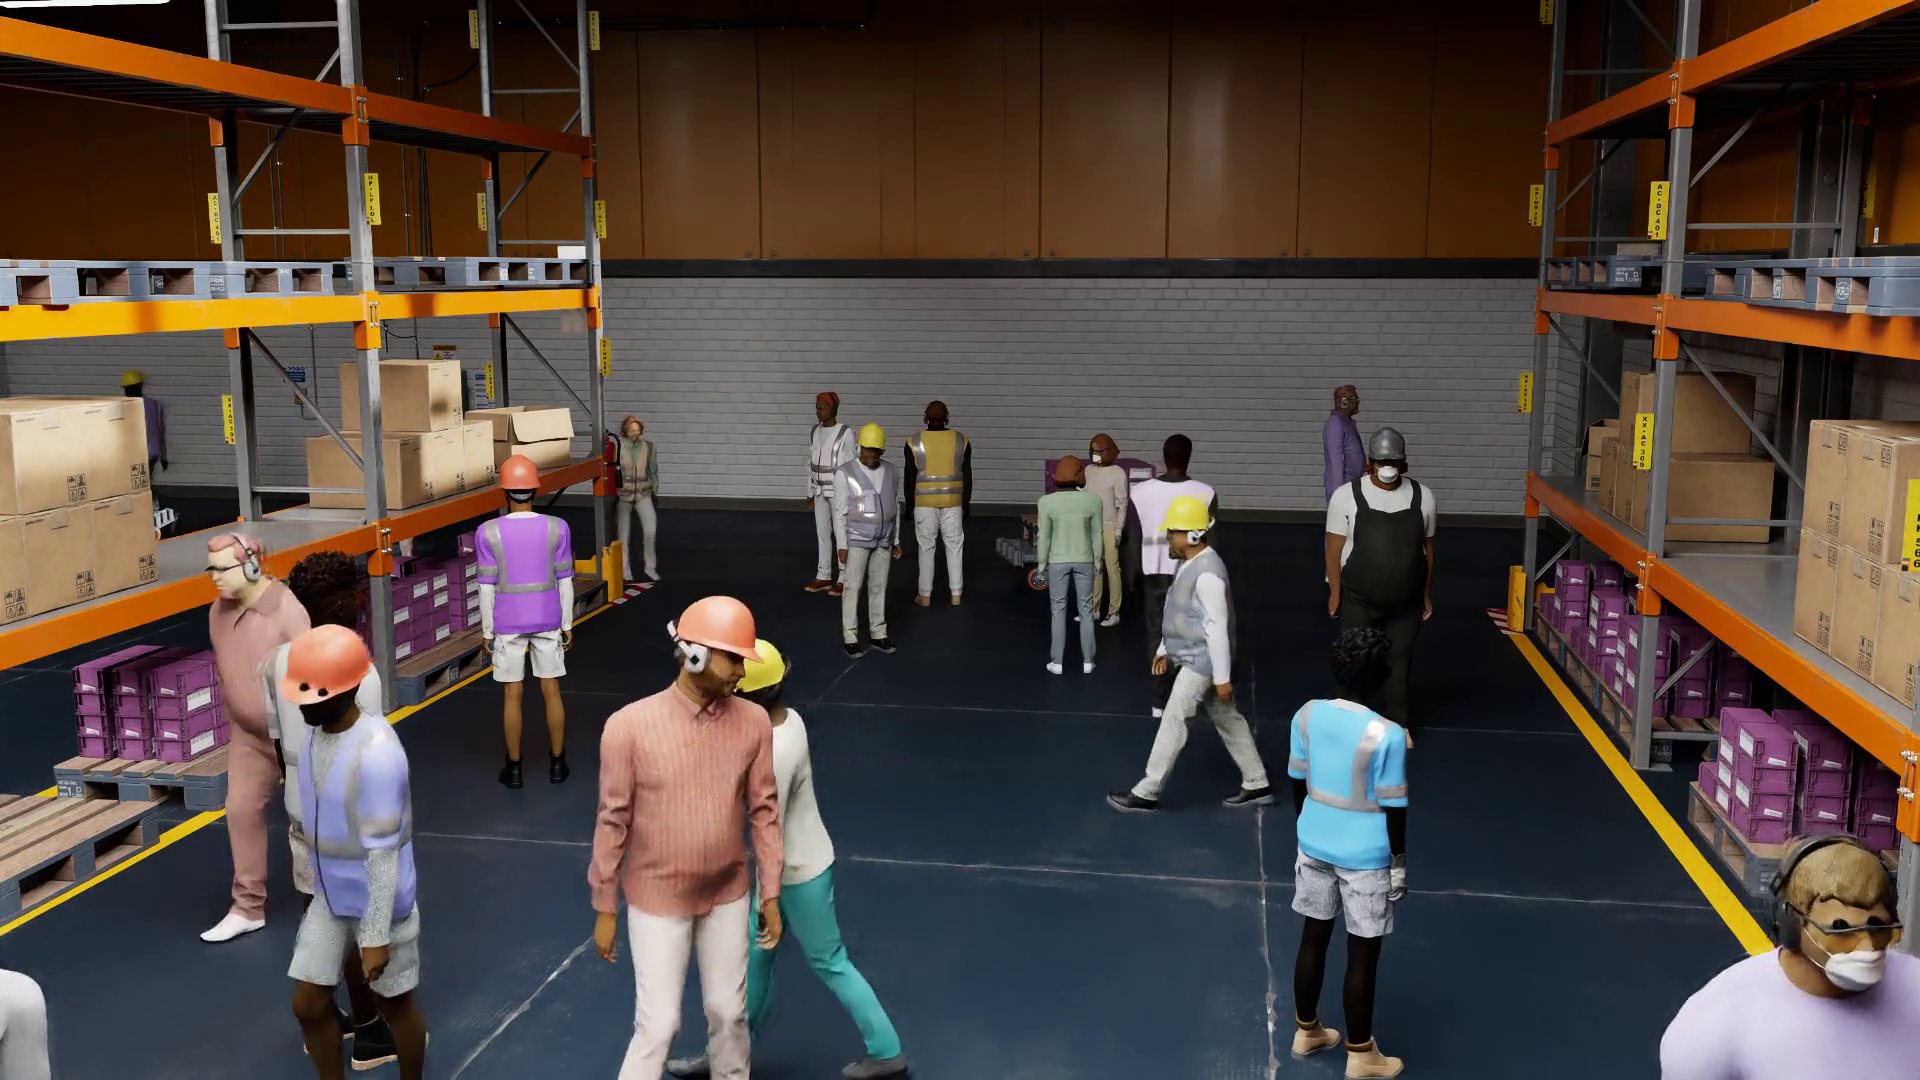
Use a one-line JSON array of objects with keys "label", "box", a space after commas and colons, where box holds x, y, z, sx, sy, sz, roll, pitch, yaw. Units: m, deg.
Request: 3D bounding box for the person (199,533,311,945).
[{"label": "person", "box": [-3.079, 0.871, 7.499, 0.648, 1.854, 0.696, 4, 10, 21]}]

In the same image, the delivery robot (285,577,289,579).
[{"label": "delivery robot", "box": [-6.110, 0.183, 15.385, 0.477, 0.478, 0.707, 9, 13, 43]}]

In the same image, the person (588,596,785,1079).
[{"label": "person", "box": [-0.894, 1.165, 5.334, 0.745, 1.954, 0.476, -6, 11, -34]}]

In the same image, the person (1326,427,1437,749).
[{"label": "person", "box": [2.635, 0.306, 10.359, 0.688, 2.000, 0.536, 0, 9, 1]}]

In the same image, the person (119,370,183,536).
[{"label": "person", "box": [-9.152, -0.974, 18.747, 0.857, 1.892, 0.585, 3, 10, 17]}]

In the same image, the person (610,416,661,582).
[{"label": "person", "box": [-3.122, -0.384, 15.929, 0.524, 1.612, 0.569, -4, 10, -25]}]

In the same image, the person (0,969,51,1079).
[{"label": "person", "box": [-2.165, 1.536, 3.423, 0.522, 1.830, 0.893, -2, 9, -10]}]

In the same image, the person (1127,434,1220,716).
[{"label": "person", "box": [1.434, 0.239, 11.229, 0.631, 1.898, 0.492, 2, 9, 11]}]

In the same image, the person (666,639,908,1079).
[{"label": "person", "box": [-0.610, 1.179, 5.996, 0.895, 1.706, 0.532, -1, 9, -3]}]

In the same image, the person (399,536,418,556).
[{"label": "person", "box": [-4.939, -0.335, 14.457, 0.612, 1.995, 0.378, -3, 10, -16]}]

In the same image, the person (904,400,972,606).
[{"label": "person", "box": [-0.202, -0.324, 14.859, 0.621, 1.845, 0.429, -2, 9, -10]}]

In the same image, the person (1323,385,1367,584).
[{"label": "person", "box": [3.669, -0.526, 15.893, 0.408, 1.913, 0.642, 3, 10, 18]}]

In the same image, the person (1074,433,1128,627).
[{"label": "person", "box": [1.201, -0.090, 14.059, 0.288, 1.633, 0.497, -8, 12, -40]}]

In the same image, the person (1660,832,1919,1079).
[{"label": "person", "box": [1.713, 1.494, 3.390, 0.664, 1.922, 0.741, -2, 9, -10]}]

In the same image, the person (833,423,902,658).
[{"label": "person", "box": [-0.698, -0.003, 12.941, 0.592, 1.822, 0.404, -6, 11, -33]}]

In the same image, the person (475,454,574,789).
[{"label": "person", "box": [-2.512, 0.473, 9.639, 0.545, 1.942, 0.353, -4, 10, -21]}]

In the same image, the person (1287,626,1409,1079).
[{"label": "person", "box": [1.447, 1.155, 6.178, 0.317, 1.697, 0.540, -6, 11, -35]}]

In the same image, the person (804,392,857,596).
[{"label": "person", "box": [-1.199, -0.429, 15.372, 0.586, 1.882, 0.340, 8, 12, 40]}]

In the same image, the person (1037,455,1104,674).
[{"label": "person", "box": [0.817, 0.186, 12.355, 0.498, 1.633, 0.282, 0, 9, -3]}]

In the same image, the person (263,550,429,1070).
[{"label": "person", "box": [-2.328, 1.007, 6.264, 0.605, 1.966, 0.367, 6, 11, 32]}]

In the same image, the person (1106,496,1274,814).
[{"label": "person", "box": [1.321, 0.639, 9.141, 0.938, 1.781, 0.585, 1, 9, 4]}]

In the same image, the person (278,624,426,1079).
[{"label": "person", "box": [-1.977, 1.178, 5.460, 0.552, 1.888, 0.607, 6, 11, 33]}]
